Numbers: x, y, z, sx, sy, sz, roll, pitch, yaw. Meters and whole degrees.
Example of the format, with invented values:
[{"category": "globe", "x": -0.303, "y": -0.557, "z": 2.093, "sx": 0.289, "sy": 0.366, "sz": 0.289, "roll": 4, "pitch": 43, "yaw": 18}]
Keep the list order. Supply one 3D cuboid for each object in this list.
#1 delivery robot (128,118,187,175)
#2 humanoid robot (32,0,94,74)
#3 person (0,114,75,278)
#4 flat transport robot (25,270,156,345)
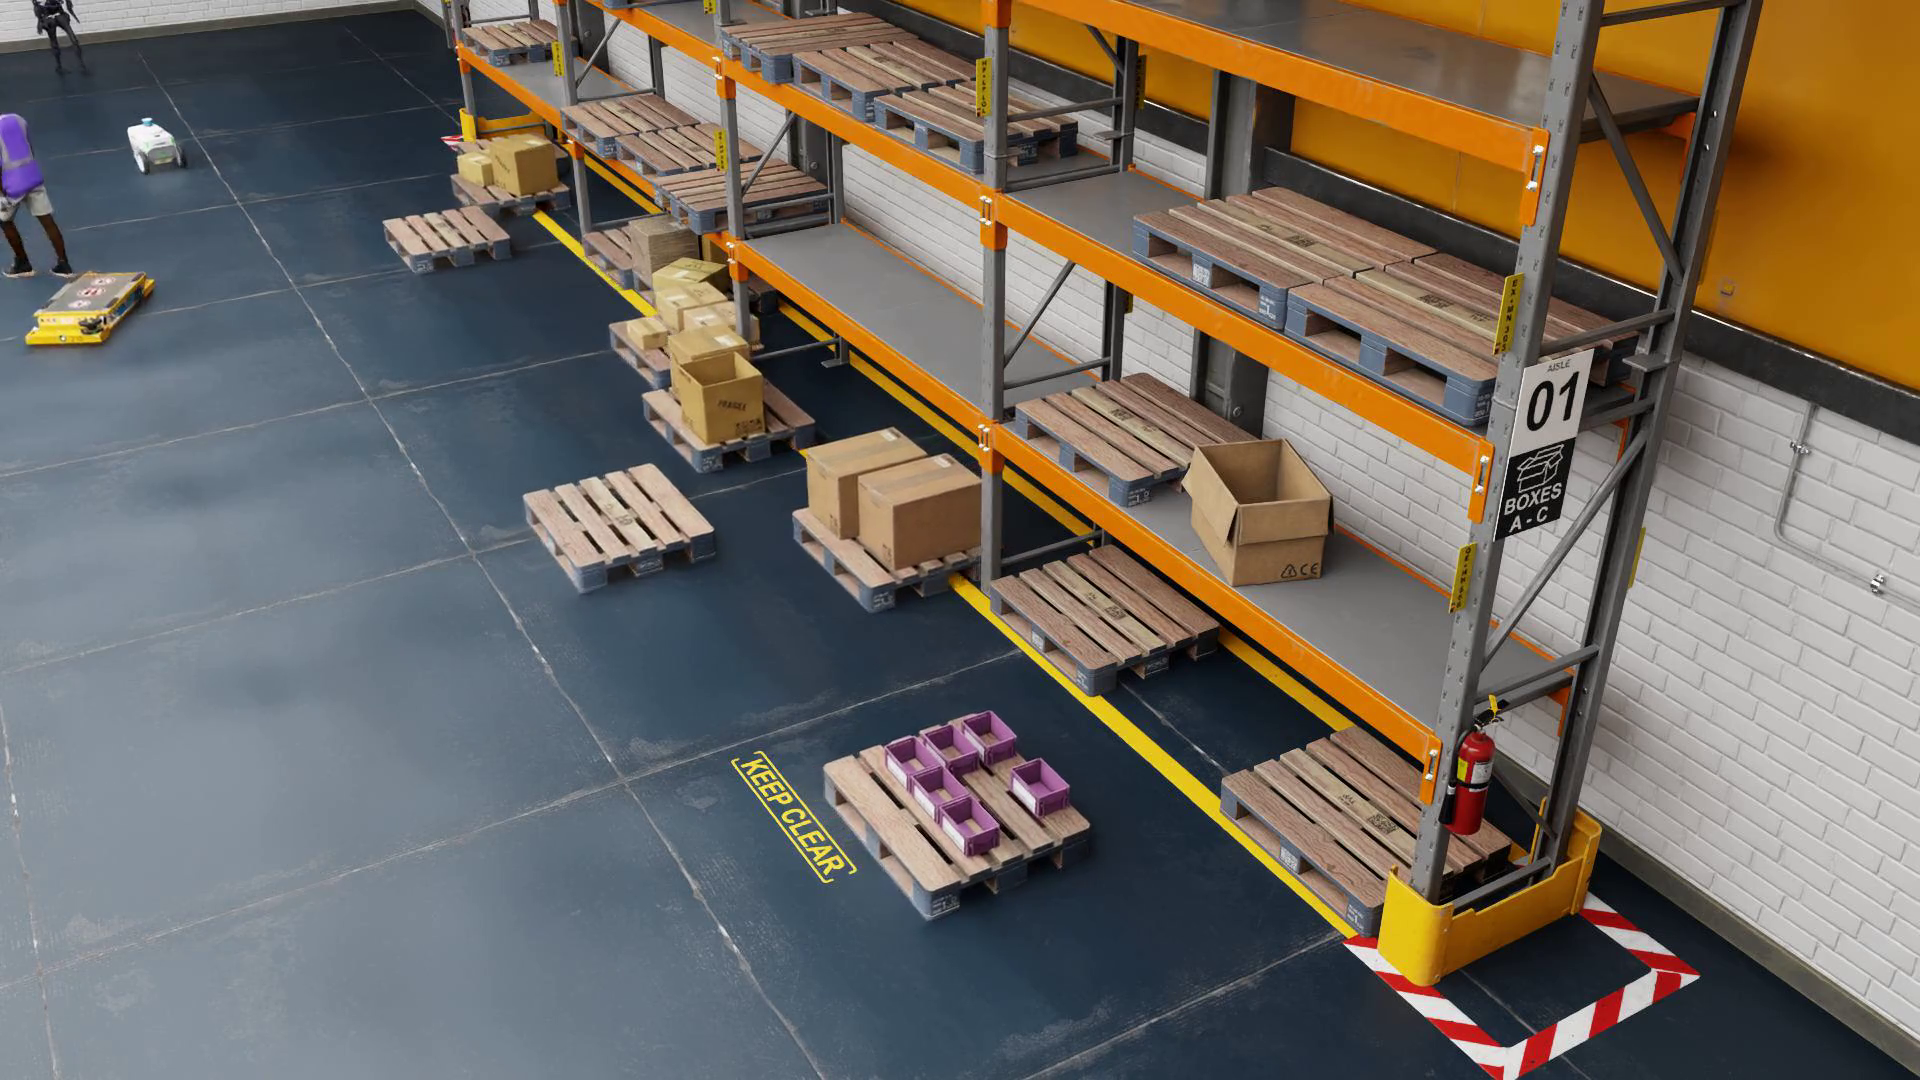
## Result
[{"category": "delivery robot", "x": -9.470, "y": -4.630, "z": 19.535, "sx": 0.499, "sy": 0.614, "sz": 0.812, "roll": -23, "pitch": 37, "yaw": -34}, {"category": "humanoid robot", "x": -12.553, "y": -7.293, "z": 23.095, "sx": 0.604, "sy": 1.632, "sz": 0.608, "roll": 16, "pitch": 33, "yaw": 26}, {"category": "person", "x": -9.125, "y": -3.454, "z": 16.054, "sx": 0.769, "sy": 1.920, "sz": 0.737, "roll": 11, "pitch": 31, "yaw": 18}, {"category": "flat transport robot", "x": -8.076, "y": -2.176, "z": 15.474, "sx": 0.659, "sy": 0.231, "sz": 1.431, "roll": -2, "pitch": 30, "yaw": -4}]
